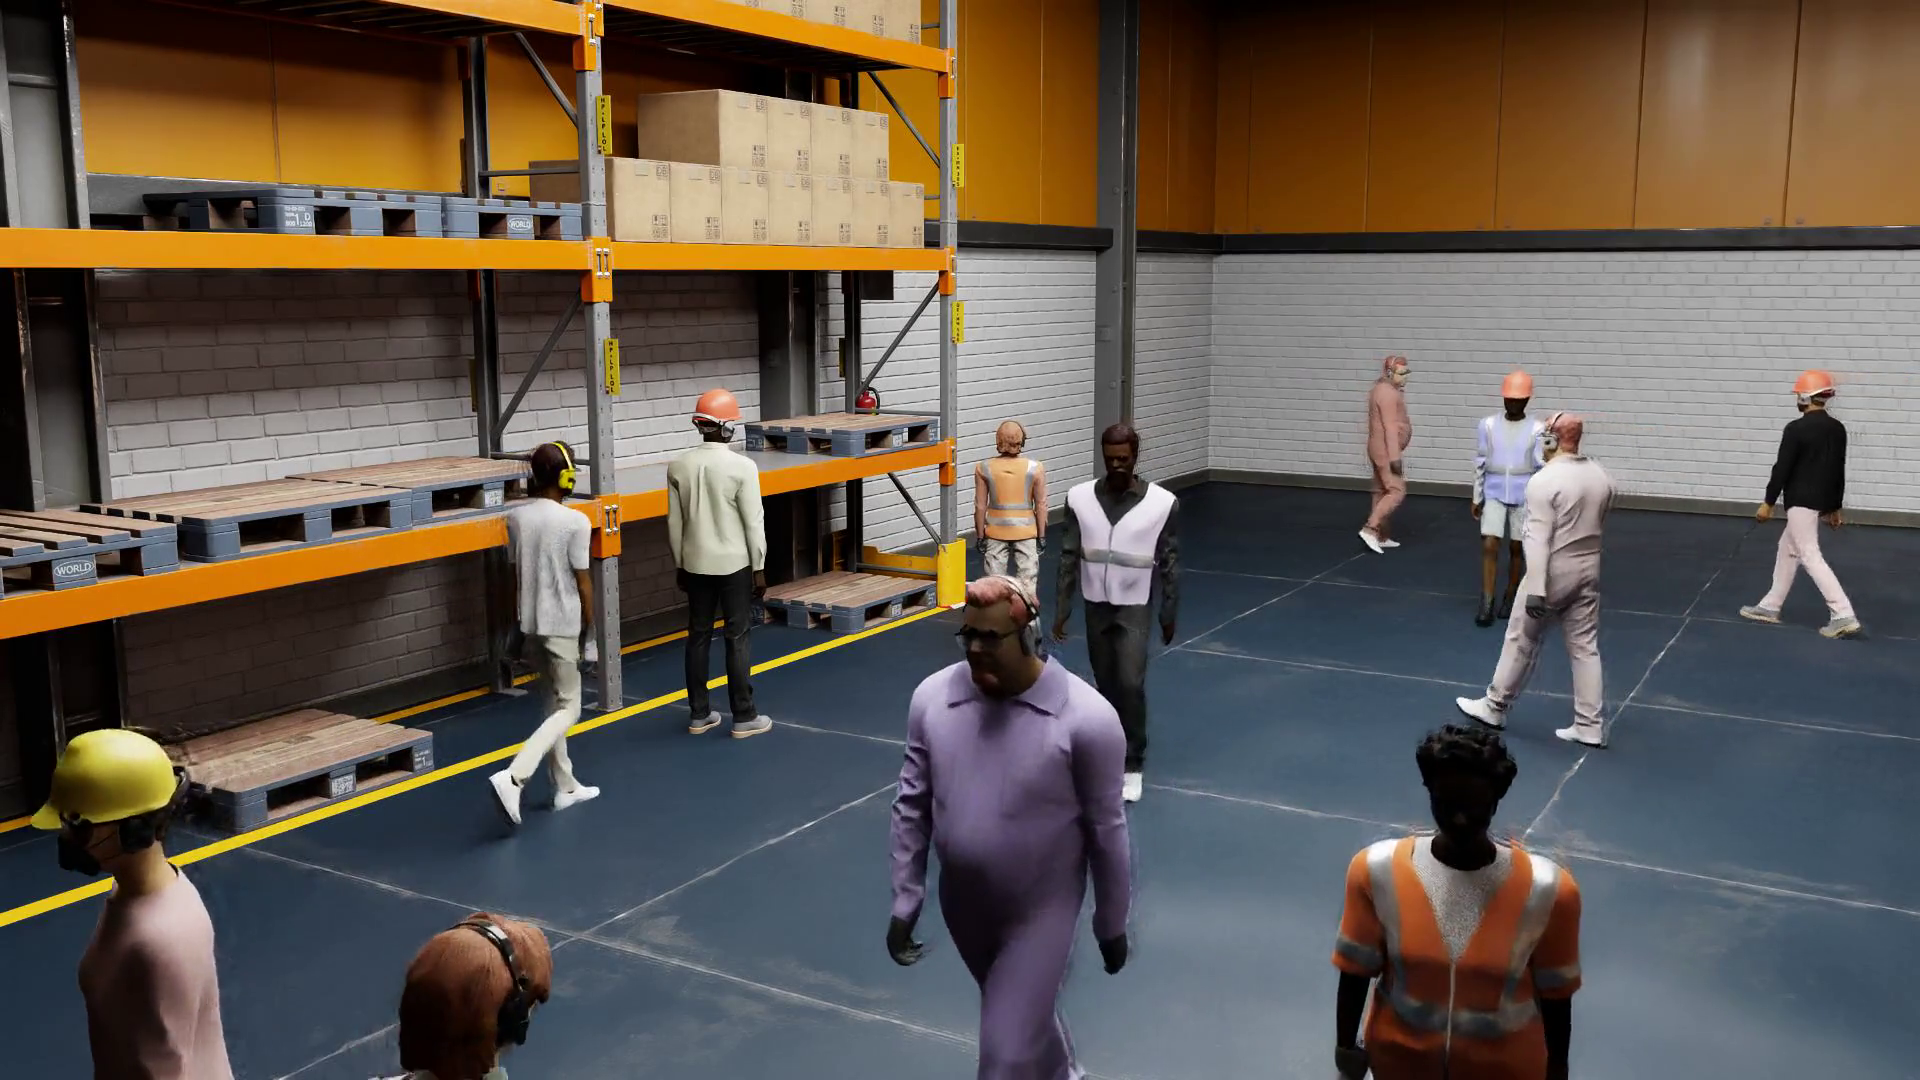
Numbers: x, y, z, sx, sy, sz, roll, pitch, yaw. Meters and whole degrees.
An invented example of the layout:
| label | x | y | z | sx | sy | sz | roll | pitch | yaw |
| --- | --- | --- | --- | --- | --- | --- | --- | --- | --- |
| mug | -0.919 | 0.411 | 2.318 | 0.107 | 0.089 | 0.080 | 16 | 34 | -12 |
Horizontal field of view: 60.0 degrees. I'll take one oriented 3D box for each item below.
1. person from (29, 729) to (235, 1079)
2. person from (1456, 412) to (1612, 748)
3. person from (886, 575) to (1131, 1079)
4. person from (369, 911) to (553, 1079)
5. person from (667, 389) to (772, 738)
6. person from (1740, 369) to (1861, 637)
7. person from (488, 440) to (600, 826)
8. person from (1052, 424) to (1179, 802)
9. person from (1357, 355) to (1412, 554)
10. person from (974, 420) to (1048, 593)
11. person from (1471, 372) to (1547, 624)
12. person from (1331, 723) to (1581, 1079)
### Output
| label | x | y | z | sx | sy | sz | roll | pitch | yaw |
| --- | --- | --- | --- | --- | --- | --- | --- | --- | --- |
| person | -1.634 | 1.236 | 3.420 | 0.394 | 1.755 | 0.528 | -7 | 11 | -36 |
| person | 3.316 | 0.205 | 9.481 | 0.662 | 1.867 | 0.904 | -5 | 10 | -29 |
| person | 0.114 | 1.000 | 4.590 | 0.639 | 1.848 | 1.055 | 6 | 11 | 34 |
| person | -0.736 | 1.399 | 2.785 | 0.540 | 1.612 | 0.668 | 3 | 10 | 19 |
| person | -1.374 | 0.137 | 9.509 | 0.610 | 1.996 | 0.379 | 4 | 10 | 22 |
| person | 6.286 | -0.281 | 12.279 | 0.609 | 1.953 | 0.990 | -6 | 11 | -33 |
| person | -2.013 | 0.453 | 7.988 | 0.530 | 1.850 | 0.734 | 5 | 10 | 28 |
| person | 0.774 | 0.363 | 8.435 | 0.594 | 1.893 | 0.677 | 4 | 10 | 23 |
| person | 4.050 | -0.806 | 15.751 | 0.430 | 1.886 | 0.742 | 2 | 9 | 11 |
| person | 0.354 | -0.009 | 11.529 | 0.511 | 1.640 | 0.308 | 1 | 9 | 5 |
| person | 4.123 | -0.299 | 12.505 | 0.577 | 1.901 | 0.874 | 4 | 10 | 26 |
| person | 1.148 | 1.208 | 3.884 | 0.541 | 1.663 | 0.848 | 4 | 10 | 23 |
